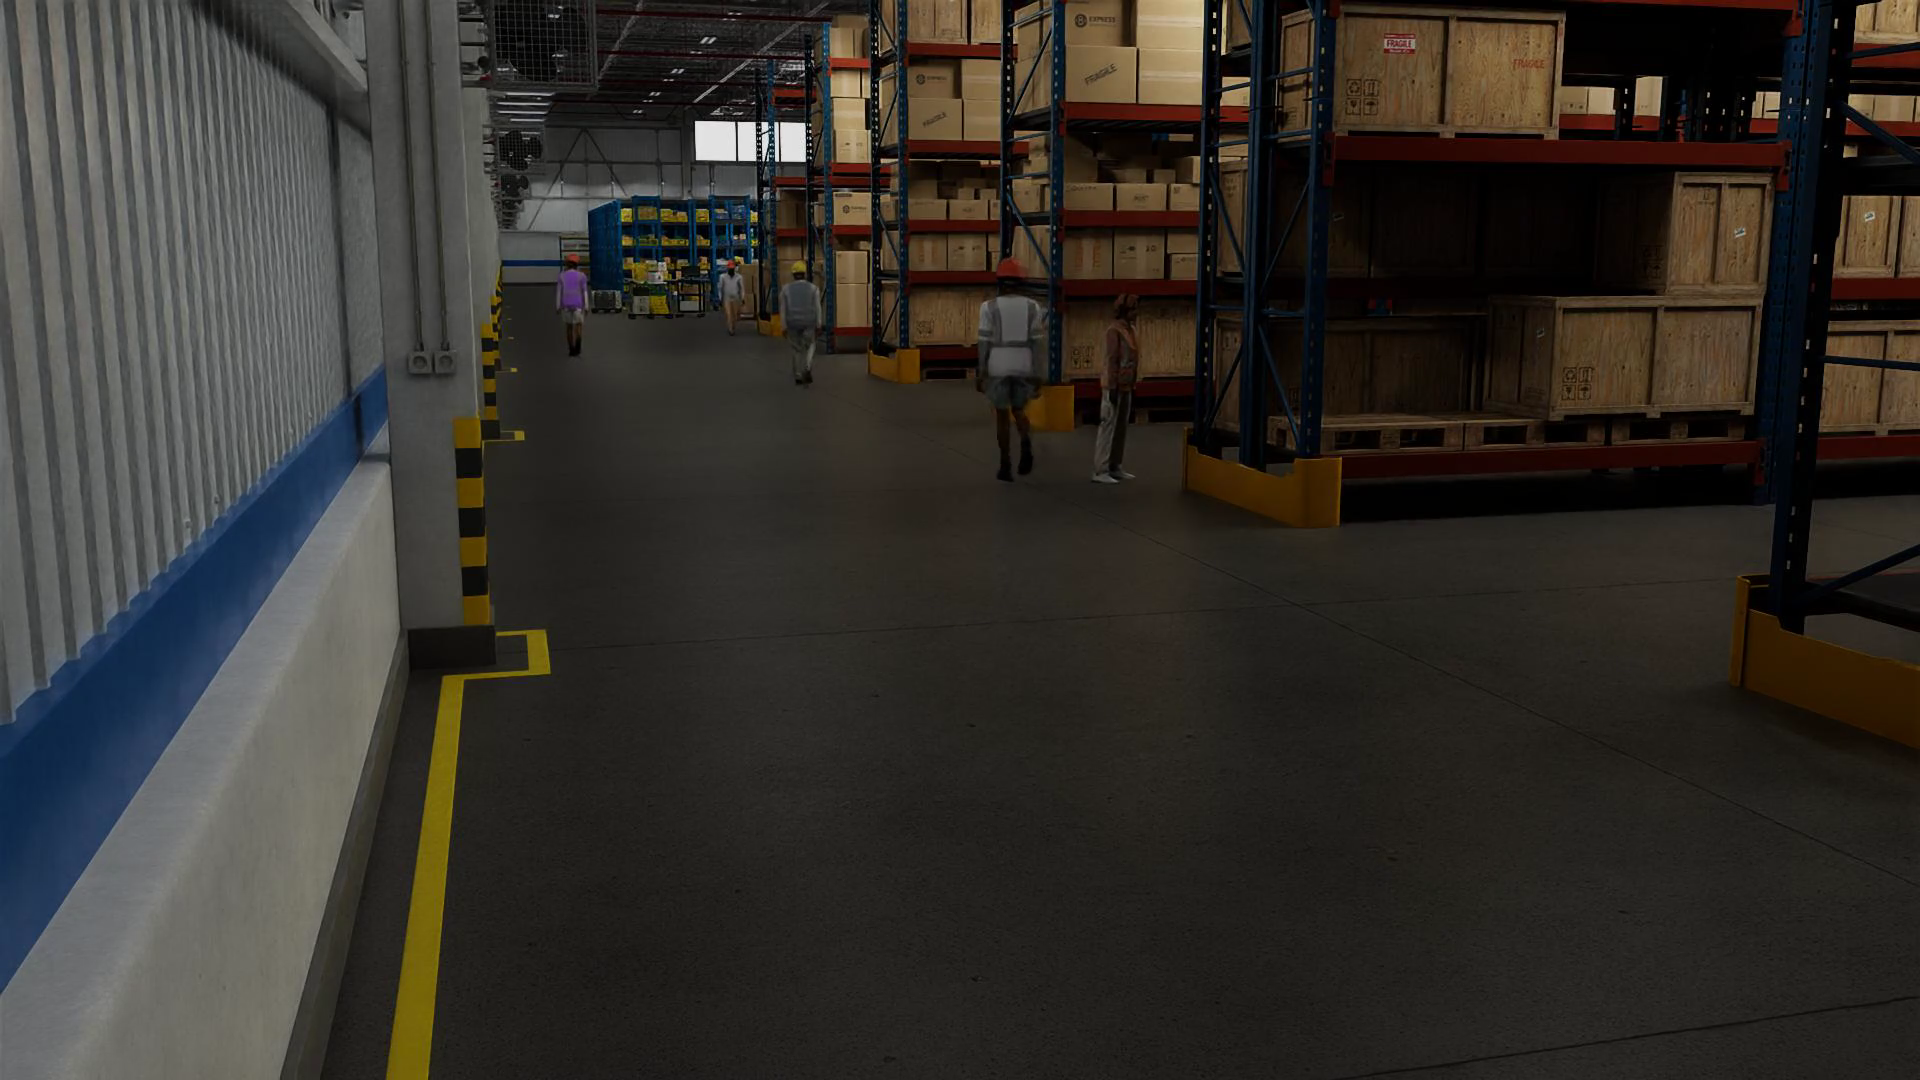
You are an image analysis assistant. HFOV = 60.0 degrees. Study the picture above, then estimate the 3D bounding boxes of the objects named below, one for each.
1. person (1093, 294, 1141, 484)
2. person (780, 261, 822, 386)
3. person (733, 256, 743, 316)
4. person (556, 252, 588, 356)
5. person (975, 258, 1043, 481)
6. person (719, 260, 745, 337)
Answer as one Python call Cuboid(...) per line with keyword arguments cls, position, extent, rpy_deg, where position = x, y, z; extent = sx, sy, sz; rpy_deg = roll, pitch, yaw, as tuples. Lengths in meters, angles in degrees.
Cuboid(cls="person", position=(1.375, -1.295, 14.278), extent=(0.328, 1.627, 0.526), rpy_deg=(6, 11, 29))
Cuboid(cls="person", position=(-2.314, -3.156, 24.257), extent=(0.618, 1.811, 0.447), rpy_deg=(1, 10, 4))
Cuboid(cls="person", position=(-6.468, -7.330, 48.131), extent=(0.485, 1.734, 0.348), rpy_deg=(5, 11, 25))
Cuboid(cls="person", position=(-7.160, -4.346, 30.705), extent=(0.564, 1.913, 0.412), rpy_deg=(-2, 10, -10))
Cuboid(cls="person", position=(0.417, -1.475, 14.435), extent=(0.555, 1.920, 0.446), rpy_deg=(-3, 10, -17))
Cuboid(cls="person", position=(-5.171, -5.480, 37.723), extent=(0.576, 1.712, 0.882), rpy_deg=(-3, 10, -14))
